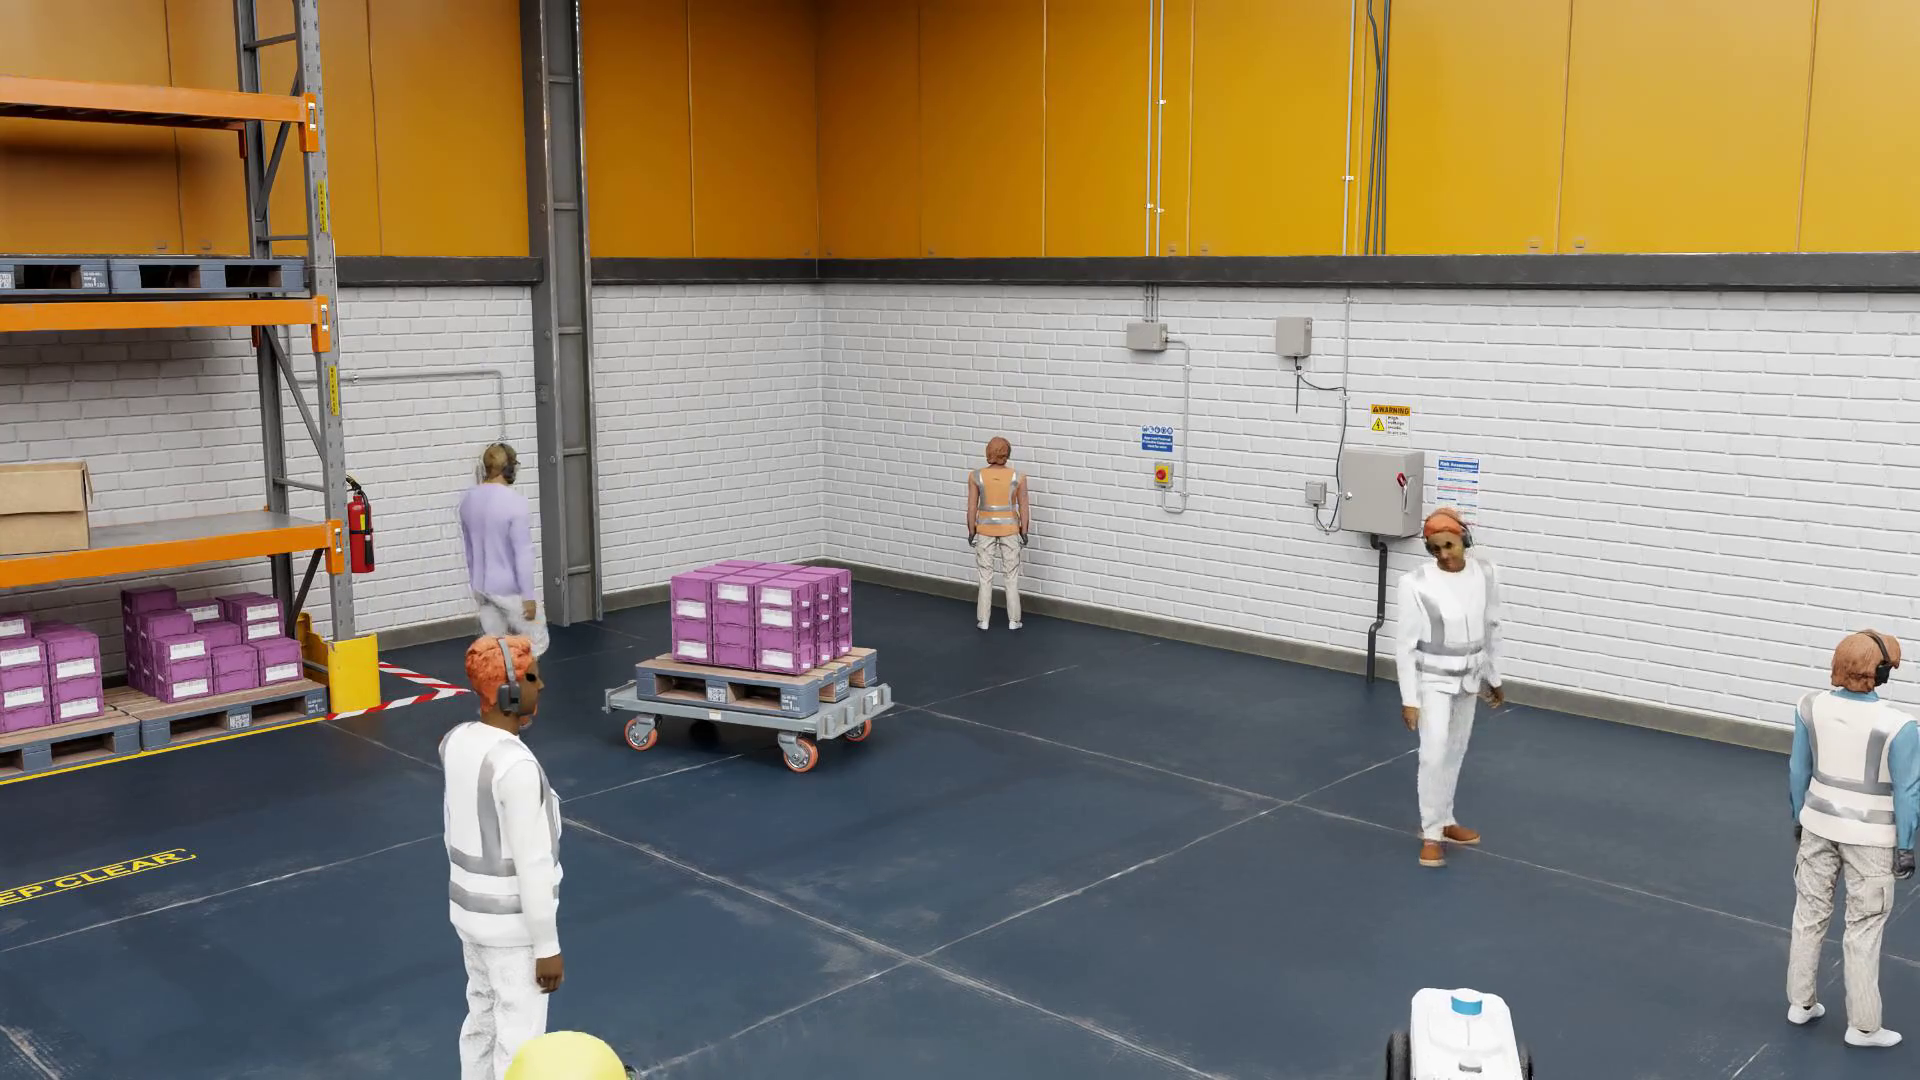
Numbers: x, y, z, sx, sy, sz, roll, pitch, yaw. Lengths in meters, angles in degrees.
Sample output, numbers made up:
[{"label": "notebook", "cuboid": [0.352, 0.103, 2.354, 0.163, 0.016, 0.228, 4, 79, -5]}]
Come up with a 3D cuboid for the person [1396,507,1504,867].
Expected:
[{"label": "person", "cuboid": [2.473, 0.730, 8.537, 0.655, 1.855, 0.464, -4, 10, -21]}]

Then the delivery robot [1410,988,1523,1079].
[{"label": "delivery robot", "cuboid": [1.732, 1.789, 5.714, 0.477, 0.478, 0.707, 2, 9, 13]}]

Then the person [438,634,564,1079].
[{"label": "person", "cuboid": [-1.448, 1.233, 5.349, 0.355, 1.883, 0.572, -8, 12, -39]}]

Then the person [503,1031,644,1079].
[{"label": "person", "cuboid": [-0.682, 1.703, 2.968, 0.968, 1.709, 0.549, -6, 11, -33]}]

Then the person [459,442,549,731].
[{"label": "person", "cuboid": [-2.947, 0.324, 10.782, 0.662, 1.924, 0.436, 6, 11, 35]}]

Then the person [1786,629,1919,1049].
[{"label": "person", "cuboid": [3.490, 1.164, 6.521, 0.308, 1.639, 0.513, -5, 11, -29]}]

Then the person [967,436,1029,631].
[{"label": "person", "cuboid": [0.319, -0.045, 13.929, 0.523, 1.639, 0.309, 0, 9, 3]}]
